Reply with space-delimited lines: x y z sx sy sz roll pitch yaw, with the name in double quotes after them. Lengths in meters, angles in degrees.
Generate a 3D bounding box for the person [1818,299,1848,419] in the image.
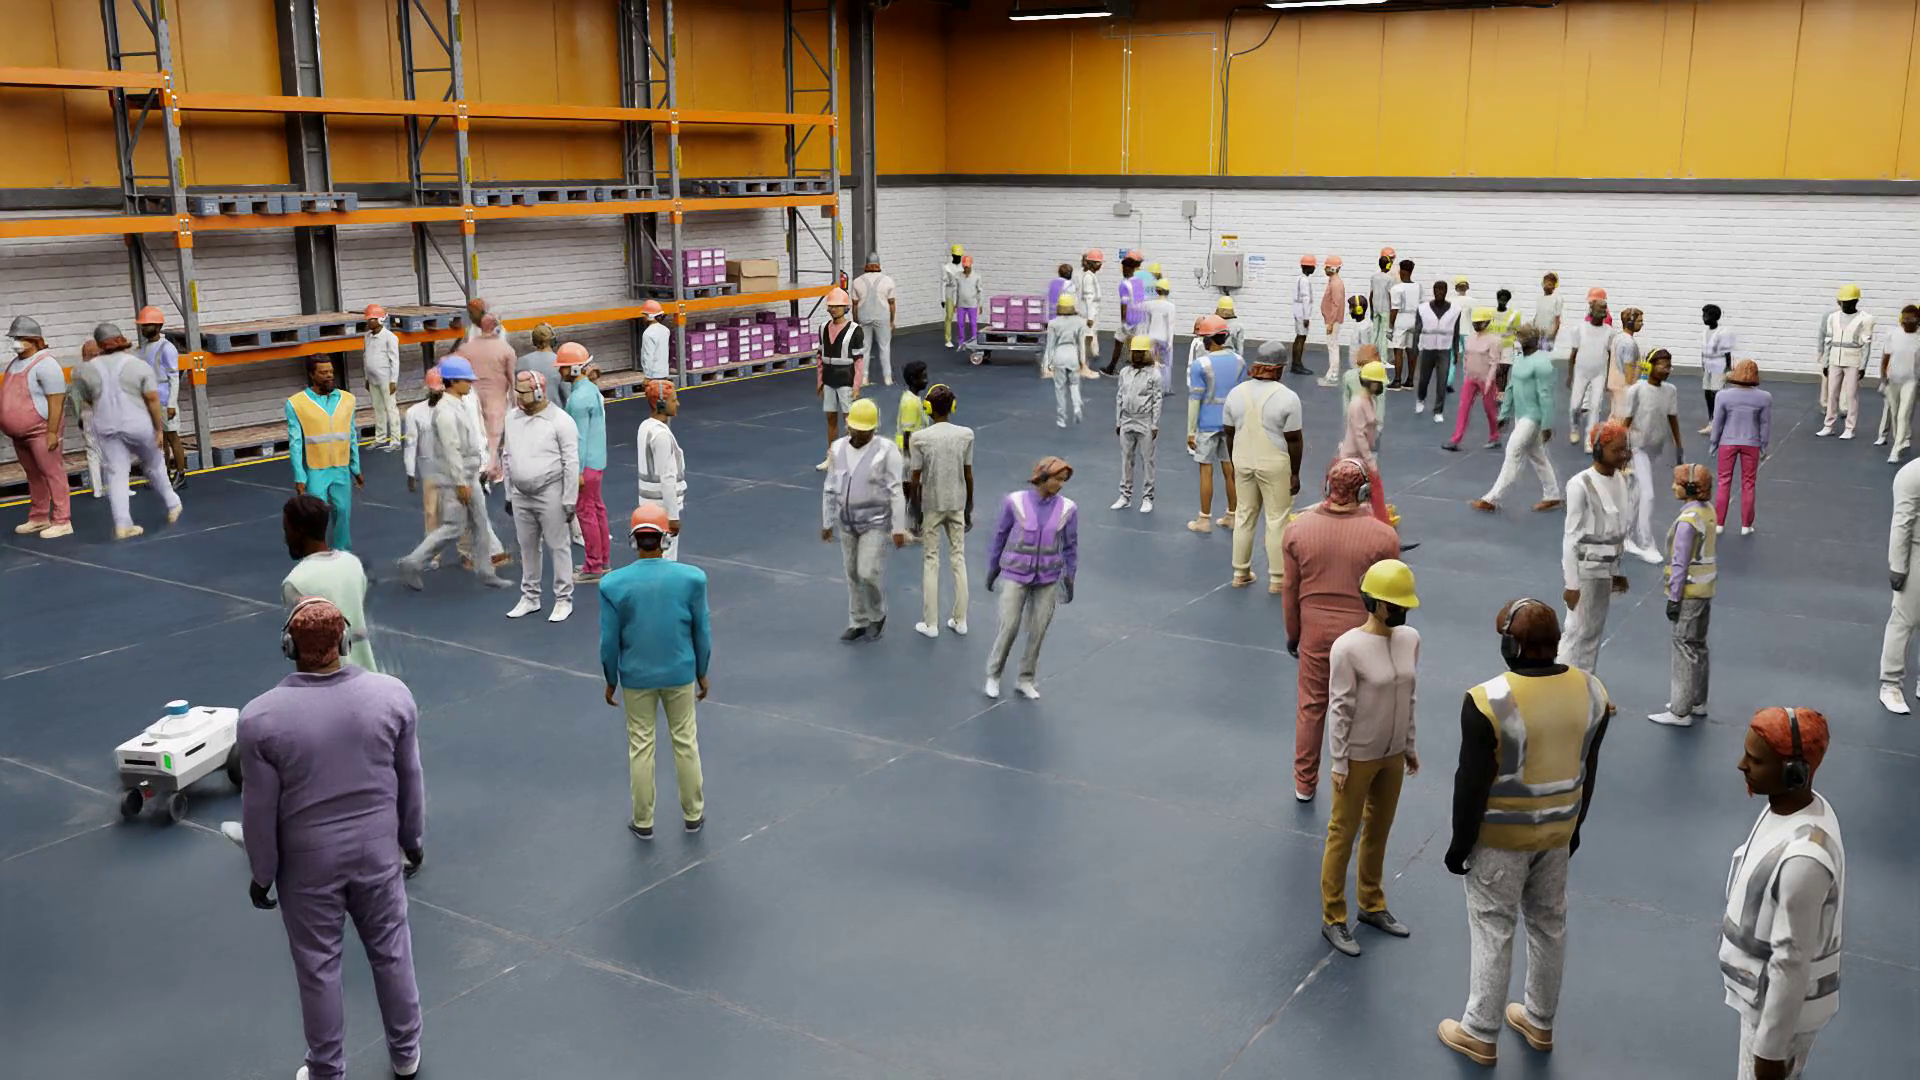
11.779 -2.486 22.280 0.542 1.720 0.890 4 14 16 "person"

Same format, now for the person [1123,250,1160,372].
2.920 -3.608 26.579 0.629 2.006 0.758 -8 15 -31 "person"

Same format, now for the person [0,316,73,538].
-8.546 -1.038 15.309 0.681 2.000 0.538 8 15 31 "person"

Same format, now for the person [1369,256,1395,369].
7.007 -3.771 27.562 0.329 1.861 0.508 -10 16 -36 "person"

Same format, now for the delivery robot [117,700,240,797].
-4.222 1.114 9.024 0.477 0.478 0.707 2 13 10 "delivery robot"

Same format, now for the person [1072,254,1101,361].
2.174 -3.984 28.578 0.525 1.804 0.912 -1 13 -5 "person"

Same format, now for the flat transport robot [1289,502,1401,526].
3.509 -0.174 15.437 0.652 0.197 1.431 10 16 36 "flat transport robot"

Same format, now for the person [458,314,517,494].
-4.964 -1.427 17.442 0.693 1.858 1.005 3 13 13 "person"

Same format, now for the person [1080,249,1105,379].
2.090 -3.569 26.285 0.393 2.040 0.611 2 13 8 "person"

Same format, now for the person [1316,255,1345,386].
5.686 -3.355 25.455 0.378 1.996 0.611 3 13 12 "person"

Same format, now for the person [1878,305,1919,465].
10.913 -1.817 19.218 0.481 1.818 1.014 12 17 42 "person"

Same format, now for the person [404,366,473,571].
-4.395 -0.601 14.069 0.633 1.741 0.372 -7 15 -27 "person"

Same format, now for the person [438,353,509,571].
-4.139 -0.652 14.041 0.419 1.857 0.603 -5 14 -22 "person"

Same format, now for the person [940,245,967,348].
-0.094 -4.469 30.525 0.604 1.892 0.547 -8 15 -32 "person"

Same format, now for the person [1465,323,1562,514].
5.512 -1.181 16.268 1.021 1.883 0.651 -1 13 -3 "person"

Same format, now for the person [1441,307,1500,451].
6.166 -1.908 19.794 0.907 1.715 0.532 -10 16 -37 "person"

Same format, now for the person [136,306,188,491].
-8.380 -1.470 17.400 0.543 1.943 0.348 8 15 31 "person"

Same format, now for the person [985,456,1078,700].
0.467 0.251 10.684 0.586 1.593 0.321 -2 13 -10 "person"

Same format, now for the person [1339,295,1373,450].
4.724 -1.977 19.772 0.327 1.865 0.517 2 13 10 "person"

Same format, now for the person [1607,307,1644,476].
7.326 -1.641 18.349 0.332 1.844 0.517 1 13 5 "person"

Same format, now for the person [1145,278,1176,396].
2.858 -2.933 24.187 0.526 1.740 0.798 10 17 38 "person"

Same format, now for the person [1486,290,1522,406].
7.683 -2.755 23.669 0.569 1.622 0.950 8 15 32 "person"

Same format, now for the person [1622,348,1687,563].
6.049 -0.731 14.410 0.543 1.836 0.836 -5 14 -21 "person"

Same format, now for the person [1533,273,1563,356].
8.345 -2.887 23.791 0.380 1.832 0.533 -6 14 -26 "person"

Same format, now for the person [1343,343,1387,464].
4.088 -1.183 16.864 0.506 1.622 0.374 12 17 41 "person"

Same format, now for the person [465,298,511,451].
-5.611 -1.913 19.558 0.584 1.827 1.021 6 14 23 "person"

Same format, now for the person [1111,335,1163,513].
1.753 -1.146 16.424 0.485 1.746 0.289 8 15 31 "person"

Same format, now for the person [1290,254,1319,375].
5.563 -3.639 26.819 0.373 1.934 0.551 0 13 1 "person"

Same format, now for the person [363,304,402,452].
-6.906 -1.929 19.802 0.559 1.752 0.325 8 15 31 "person"

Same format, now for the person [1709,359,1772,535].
7.221 -0.859 15.422 0.498 1.634 0.280 5 14 21 "person"

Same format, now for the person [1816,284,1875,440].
10.996 -2.210 20.668 0.393 1.918 0.584 -8 15 -32 "person"

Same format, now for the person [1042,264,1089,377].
1.692 -3.502 26.555 0.988 1.785 0.636 -7 15 -27 "person"

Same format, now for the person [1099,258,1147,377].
2.667 -3.478 26.191 0.594 1.909 0.973 -10 17 -38 "person"

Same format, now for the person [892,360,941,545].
-0.359 -0.775 14.955 0.589 1.674 0.564 0 13 1 "person"

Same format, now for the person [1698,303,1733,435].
9.466 -2.128 20.835 0.451 1.668 0.554 -2 13 -10 "person"

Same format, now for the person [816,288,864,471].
-1.343 -1.754 18.400 0.607 2.048 0.365 8 15 31 "person"
